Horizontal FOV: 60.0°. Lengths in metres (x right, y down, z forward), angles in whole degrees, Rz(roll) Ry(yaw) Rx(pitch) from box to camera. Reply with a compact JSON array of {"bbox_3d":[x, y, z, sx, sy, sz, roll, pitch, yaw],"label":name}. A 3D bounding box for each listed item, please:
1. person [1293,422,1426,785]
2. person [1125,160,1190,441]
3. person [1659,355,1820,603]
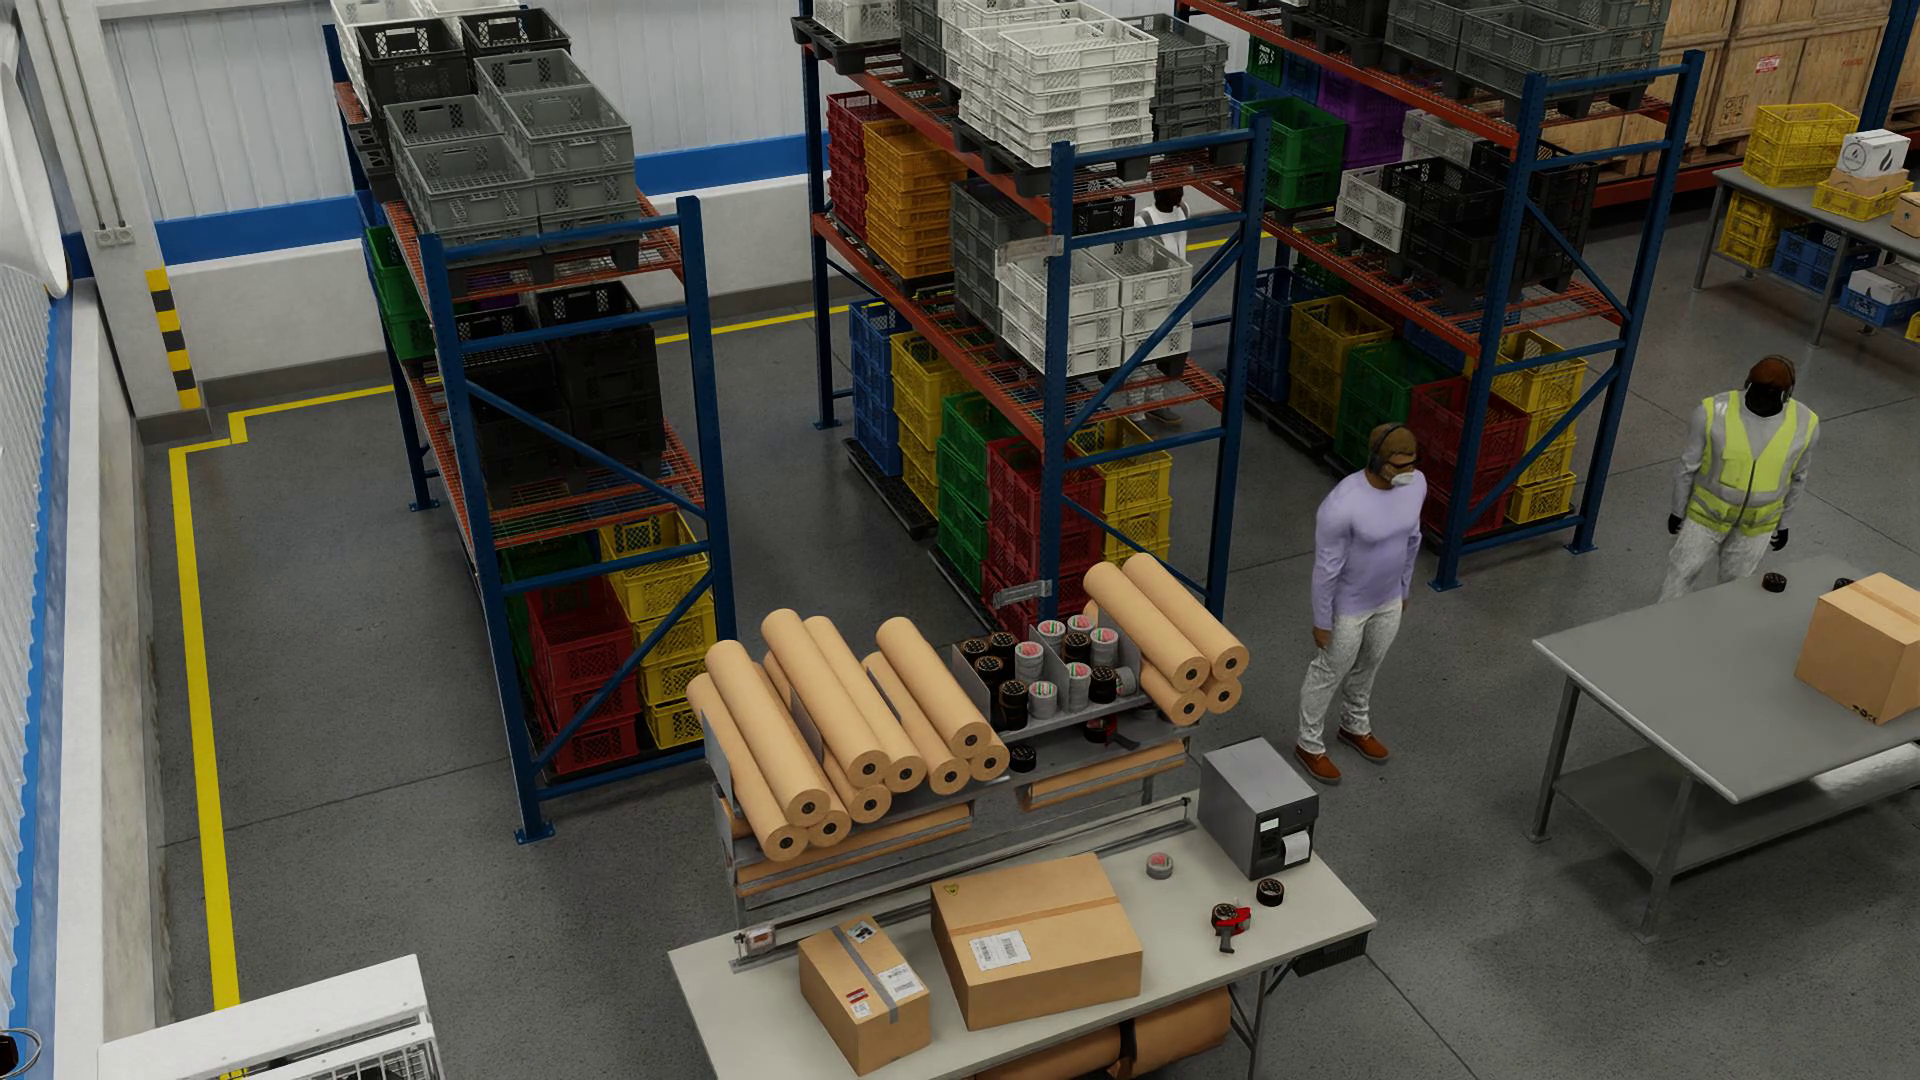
[{"bbox_3d":[1.907,0.289,7.906,0.629,1.931,0.357,-19,36,-27],"label":"person"},{"bbox_3d":[1.313,-1.584,10.992,0.355,1.883,0.574,23,38,32],"label":"person"},{"bbox_3d":[4.018,-0.124,8.662,0.624,1.840,0.430,8,33,13],"label":"person"}]
